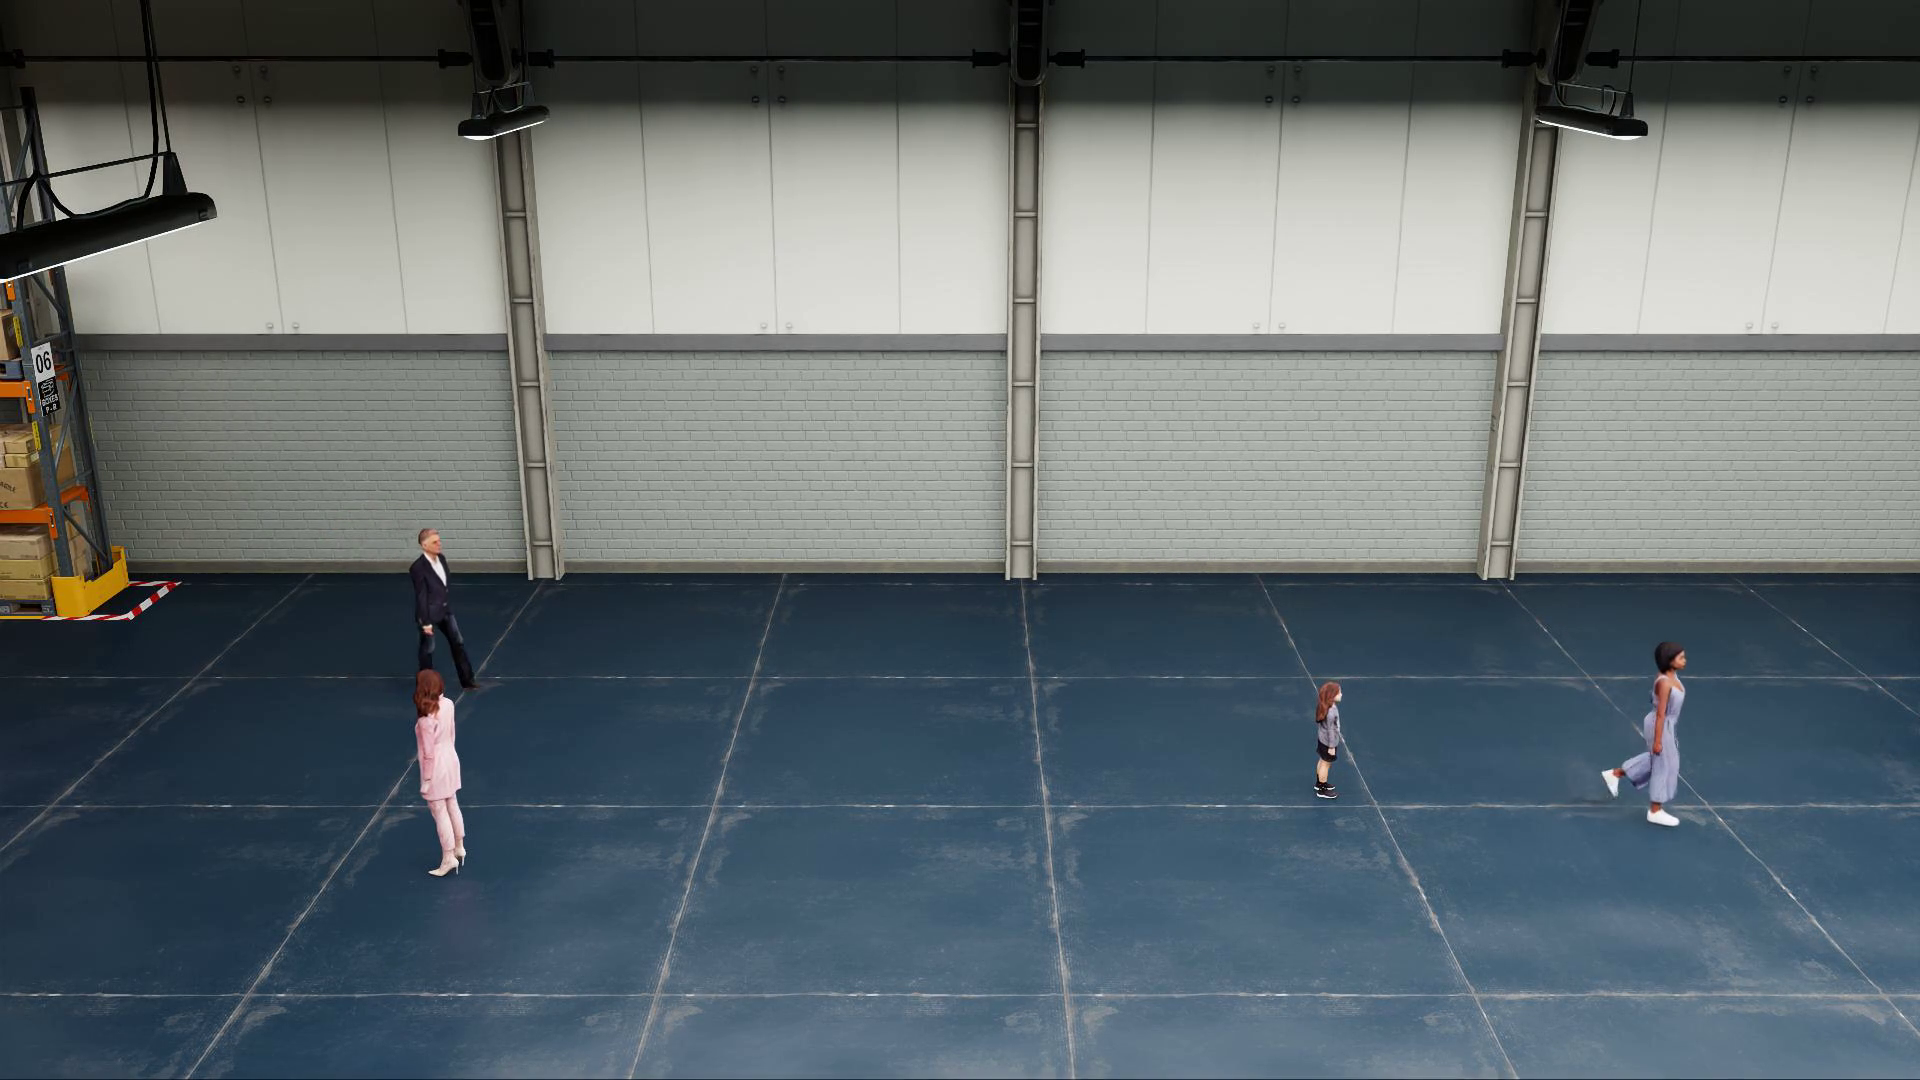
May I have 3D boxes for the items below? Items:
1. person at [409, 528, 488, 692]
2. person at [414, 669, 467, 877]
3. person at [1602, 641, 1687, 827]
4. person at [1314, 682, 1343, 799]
[{"bbox_3d":[-5.518,0.731,17.283,1.145,1.790,0.993,9,20,25],"label":"person"},{"bbox_3d":[-4.268,1.900,13.672,0.591,1.803,0.654,4,18,12],"label":"person"},{"bbox_3d":[6.057,1.665,14.588,1.014,1.683,0.858,10,21,29],"label":"person"},{"bbox_3d":[3.347,1.793,15.129,0.470,1.106,0.493,2,18,6],"label":"person"}]
